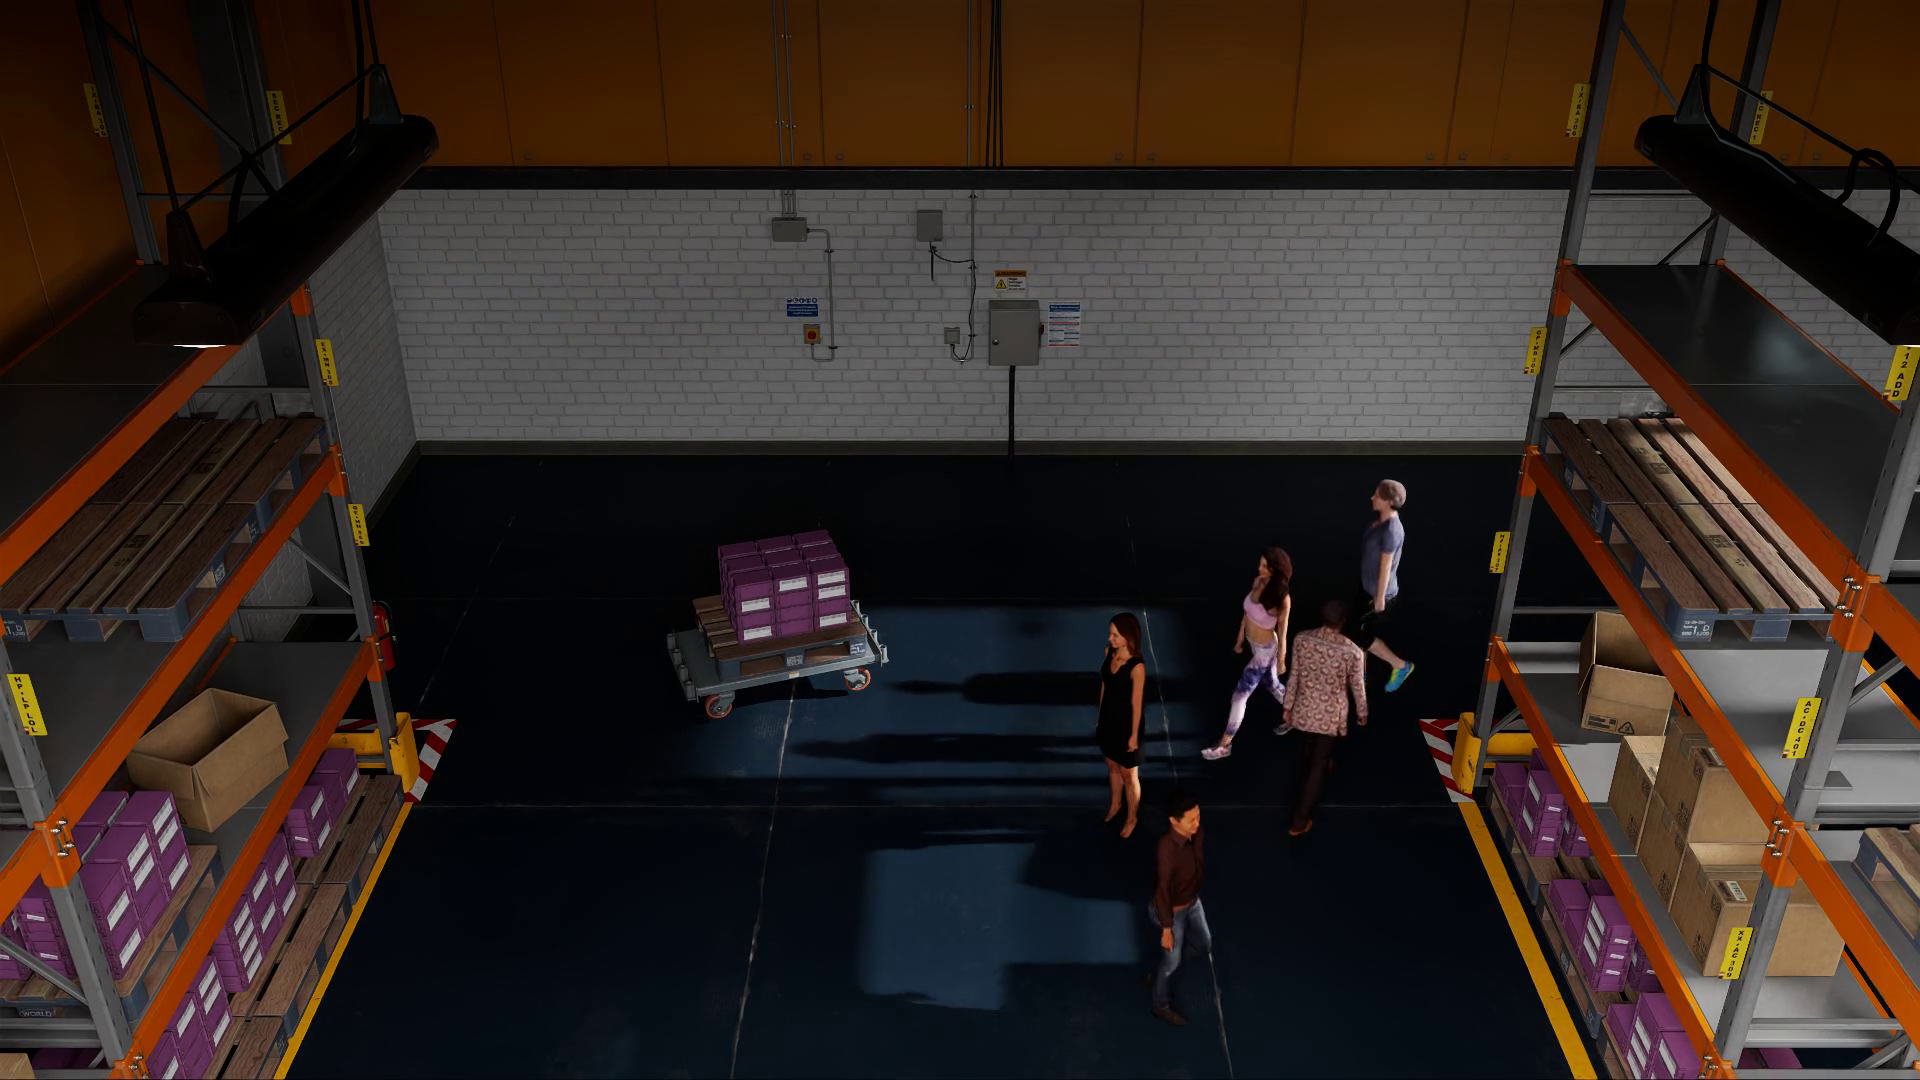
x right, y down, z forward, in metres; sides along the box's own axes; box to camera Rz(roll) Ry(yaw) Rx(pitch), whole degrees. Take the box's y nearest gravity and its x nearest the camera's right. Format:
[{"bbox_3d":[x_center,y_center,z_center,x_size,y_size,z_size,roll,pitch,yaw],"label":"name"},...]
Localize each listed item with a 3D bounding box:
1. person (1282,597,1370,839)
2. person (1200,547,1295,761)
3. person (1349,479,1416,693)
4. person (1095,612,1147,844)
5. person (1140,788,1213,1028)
[{"bbox_3d":[2.492,1.277,11.667,1.153,1.757,1.308,20,34,32],"label":"person"},{"bbox_3d":[2.344,0.836,12.512,0.947,1.724,1.188,-11,30,-19],"label":"person"},{"bbox_3d":[3.374,0.399,13.160,0.763,1.869,0.831,2,29,4],"label":"person"},{"bbox_3d":[1.122,1.304,11.538,0.719,1.835,0.630,-18,34,-30],"label":"person"},{"bbox_3d":[1.218,2.184,9.998,0.859,1.764,0.772,17,33,29],"label":"person"}]
